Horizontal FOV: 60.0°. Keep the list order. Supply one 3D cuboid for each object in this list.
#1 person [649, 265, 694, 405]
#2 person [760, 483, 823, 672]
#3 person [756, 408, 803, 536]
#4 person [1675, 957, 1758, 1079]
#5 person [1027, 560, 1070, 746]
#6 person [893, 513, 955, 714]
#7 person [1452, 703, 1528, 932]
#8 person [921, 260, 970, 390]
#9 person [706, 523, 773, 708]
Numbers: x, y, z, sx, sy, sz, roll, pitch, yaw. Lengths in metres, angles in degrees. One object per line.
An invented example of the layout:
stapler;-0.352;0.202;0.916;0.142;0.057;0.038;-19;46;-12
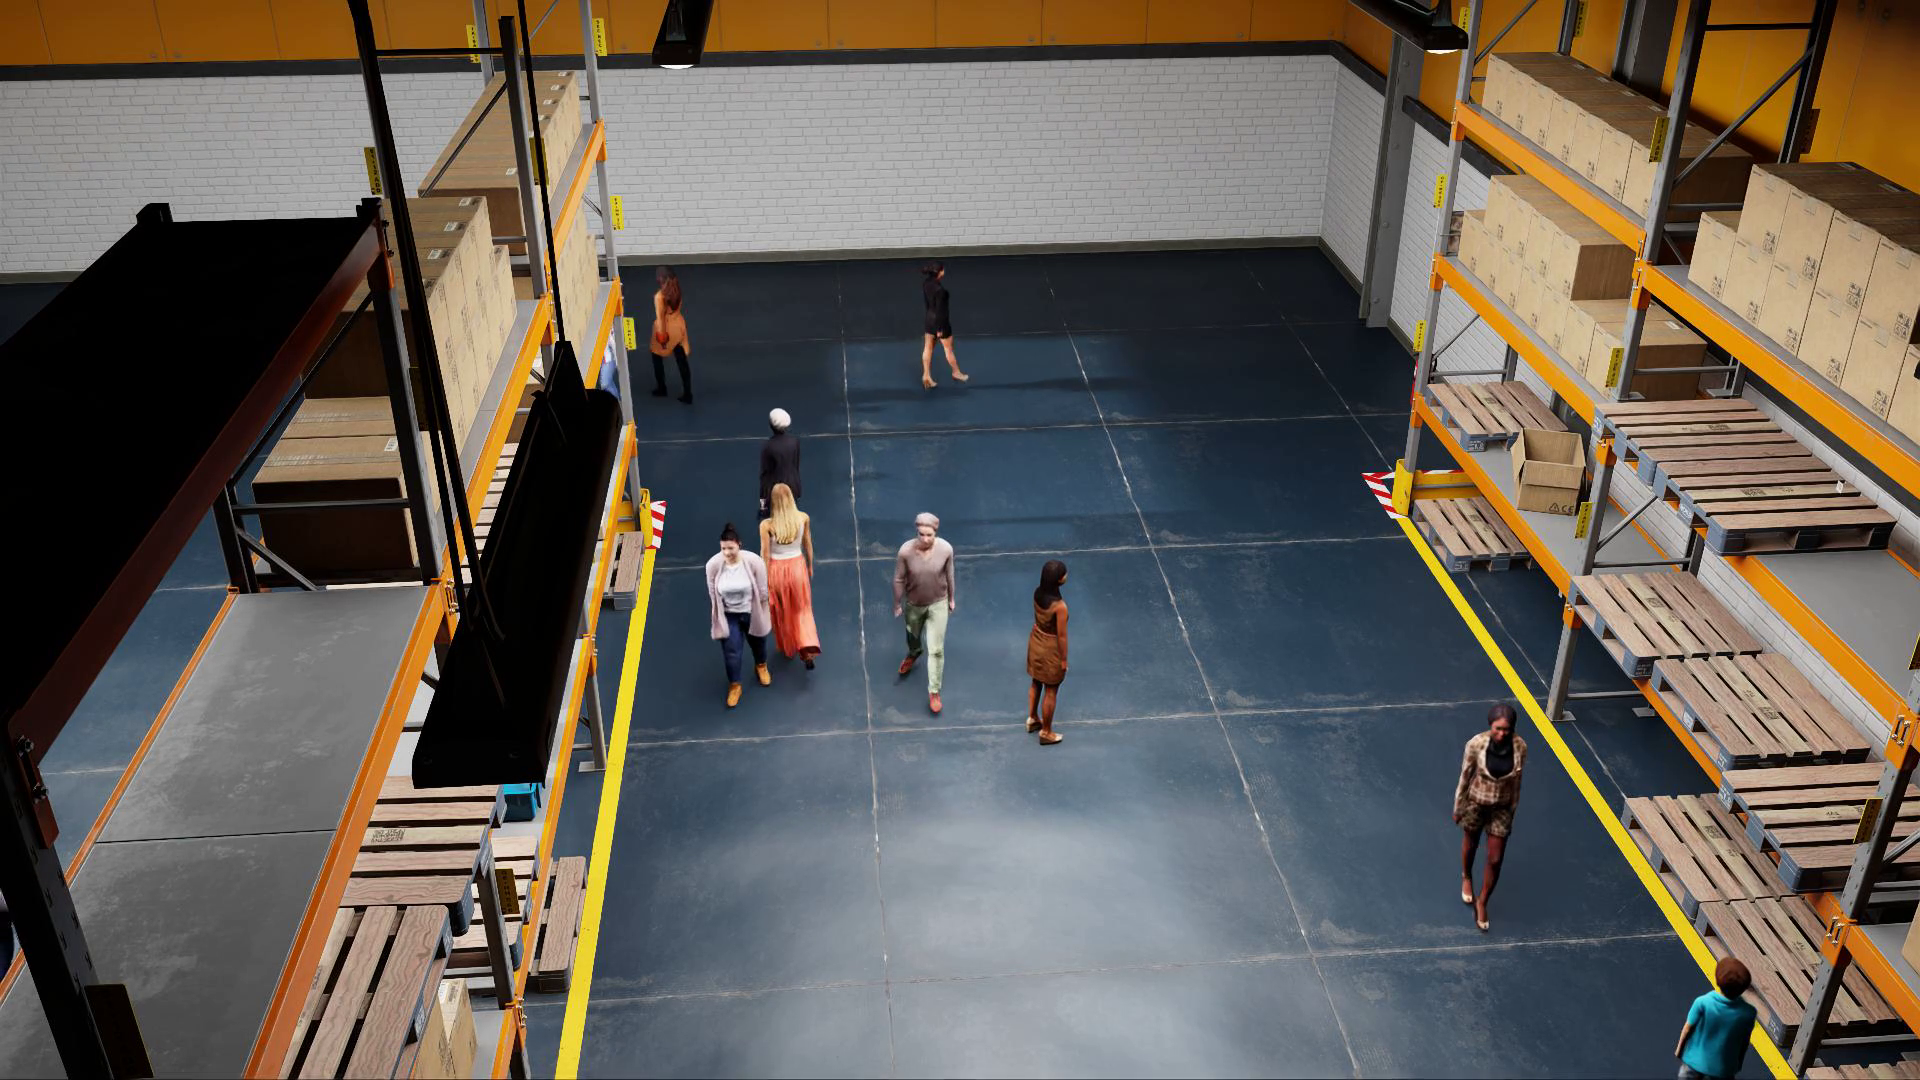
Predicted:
person;-3.353;-2.408;19.742;1.003;1.703;0.947;21;35;34
person;-1.480;0.368;14.563;0.776;1.789;1.039;-9;30;-17
person;-1.739;-0.417;16.010;0.842;1.770;0.770;-15;32;-25
person;4.500;3.087;9.930;0.592;1.452;0.604;8;30;15
person;0.717;0.914;13.671;0.698;1.684;0.587;-16;33;-27
person;-0.291;0.519;14.243;0.738;1.831;1.101;1;29;2
person;3.732;1.866;11.834;0.710;1.772;0.835;4;29;7
person;-0.341;-2.575;20.130;0.885;1.624;0.877;-18;33;-30
person;-1.856;0.570;14.271;0.703;1.713;0.865;0;29;-1
